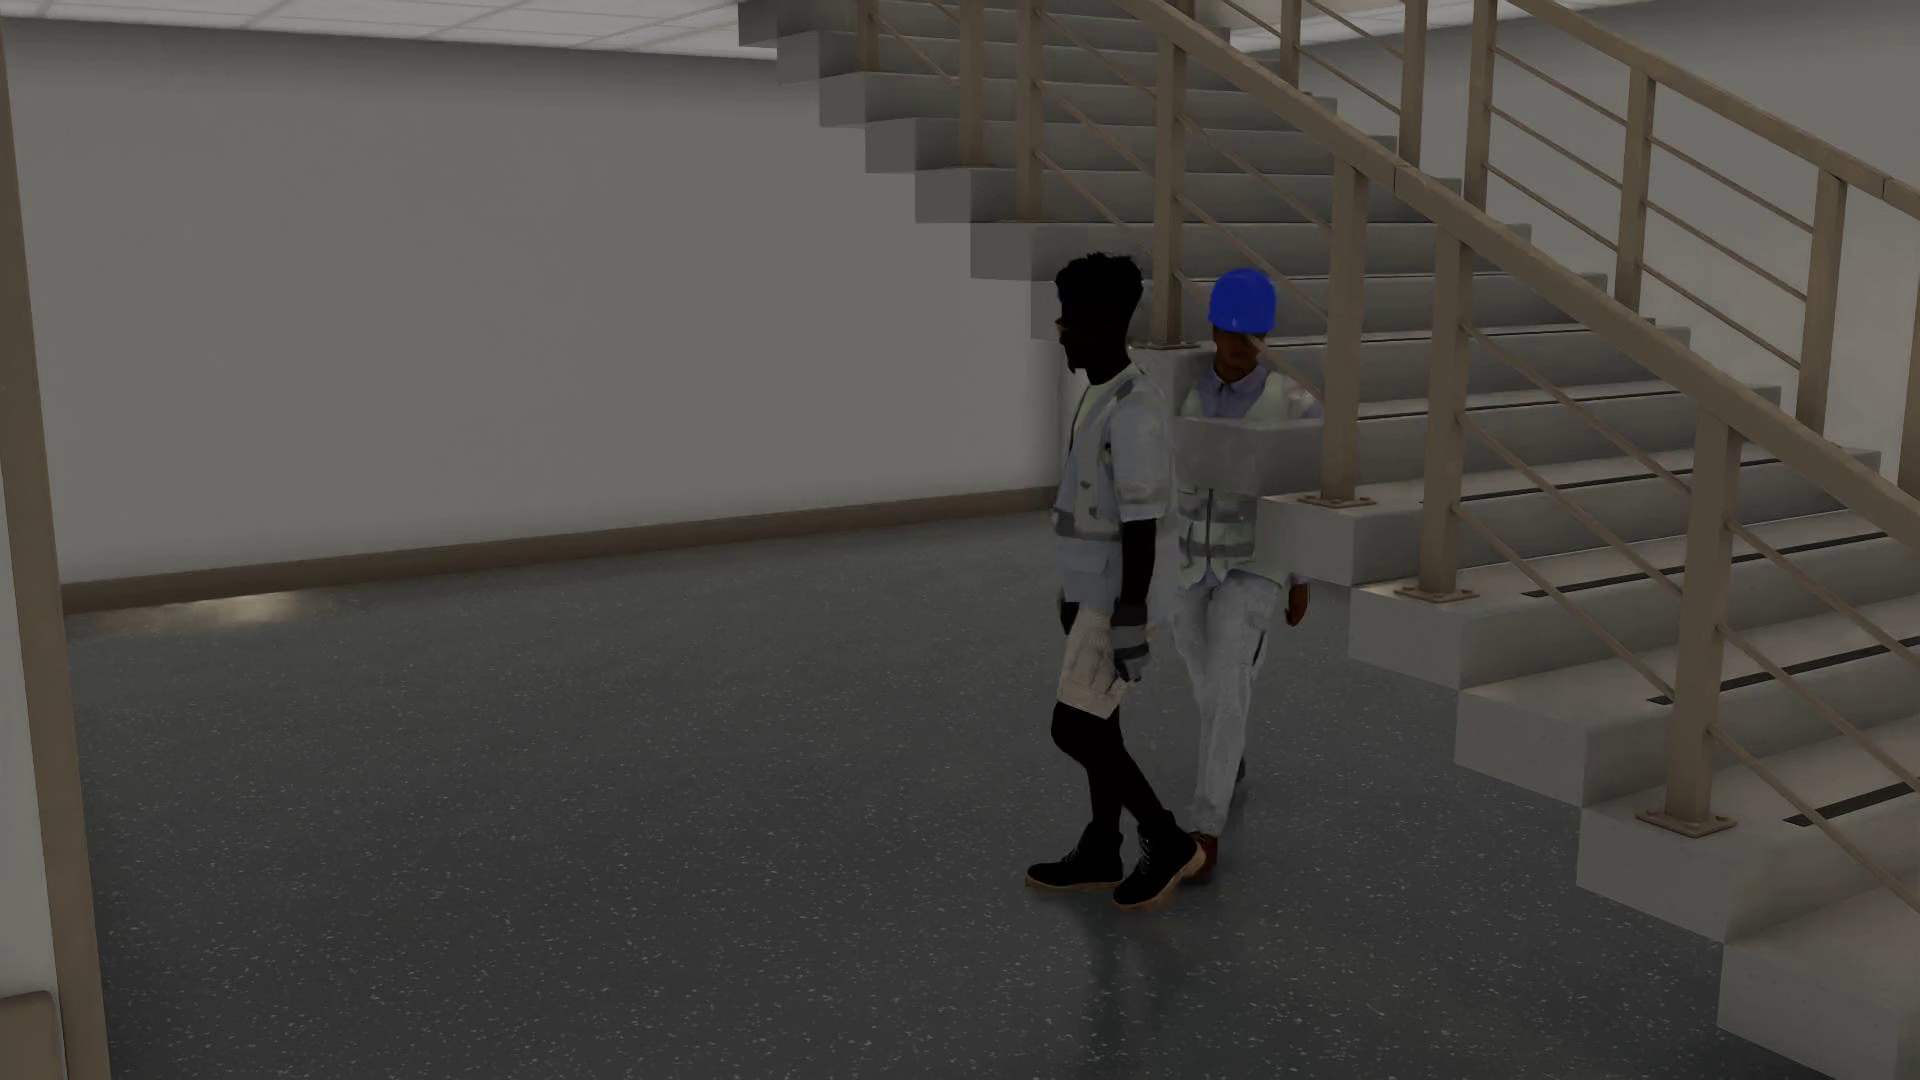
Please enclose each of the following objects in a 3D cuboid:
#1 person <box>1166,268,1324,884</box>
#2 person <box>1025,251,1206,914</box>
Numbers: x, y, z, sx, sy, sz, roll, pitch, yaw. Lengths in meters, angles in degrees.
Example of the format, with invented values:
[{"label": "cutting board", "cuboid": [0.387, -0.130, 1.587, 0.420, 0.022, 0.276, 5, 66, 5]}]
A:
[{"label": "person", "cuboid": [0.856, 0.065, 5.428, 0.616, 1.897, 1.039, 5, 12, 24]}, {"label": "person", "cuboid": [0.432, 0.142, 4.851, 0.414, 1.950, 0.672, 0, 11, 0]}]
